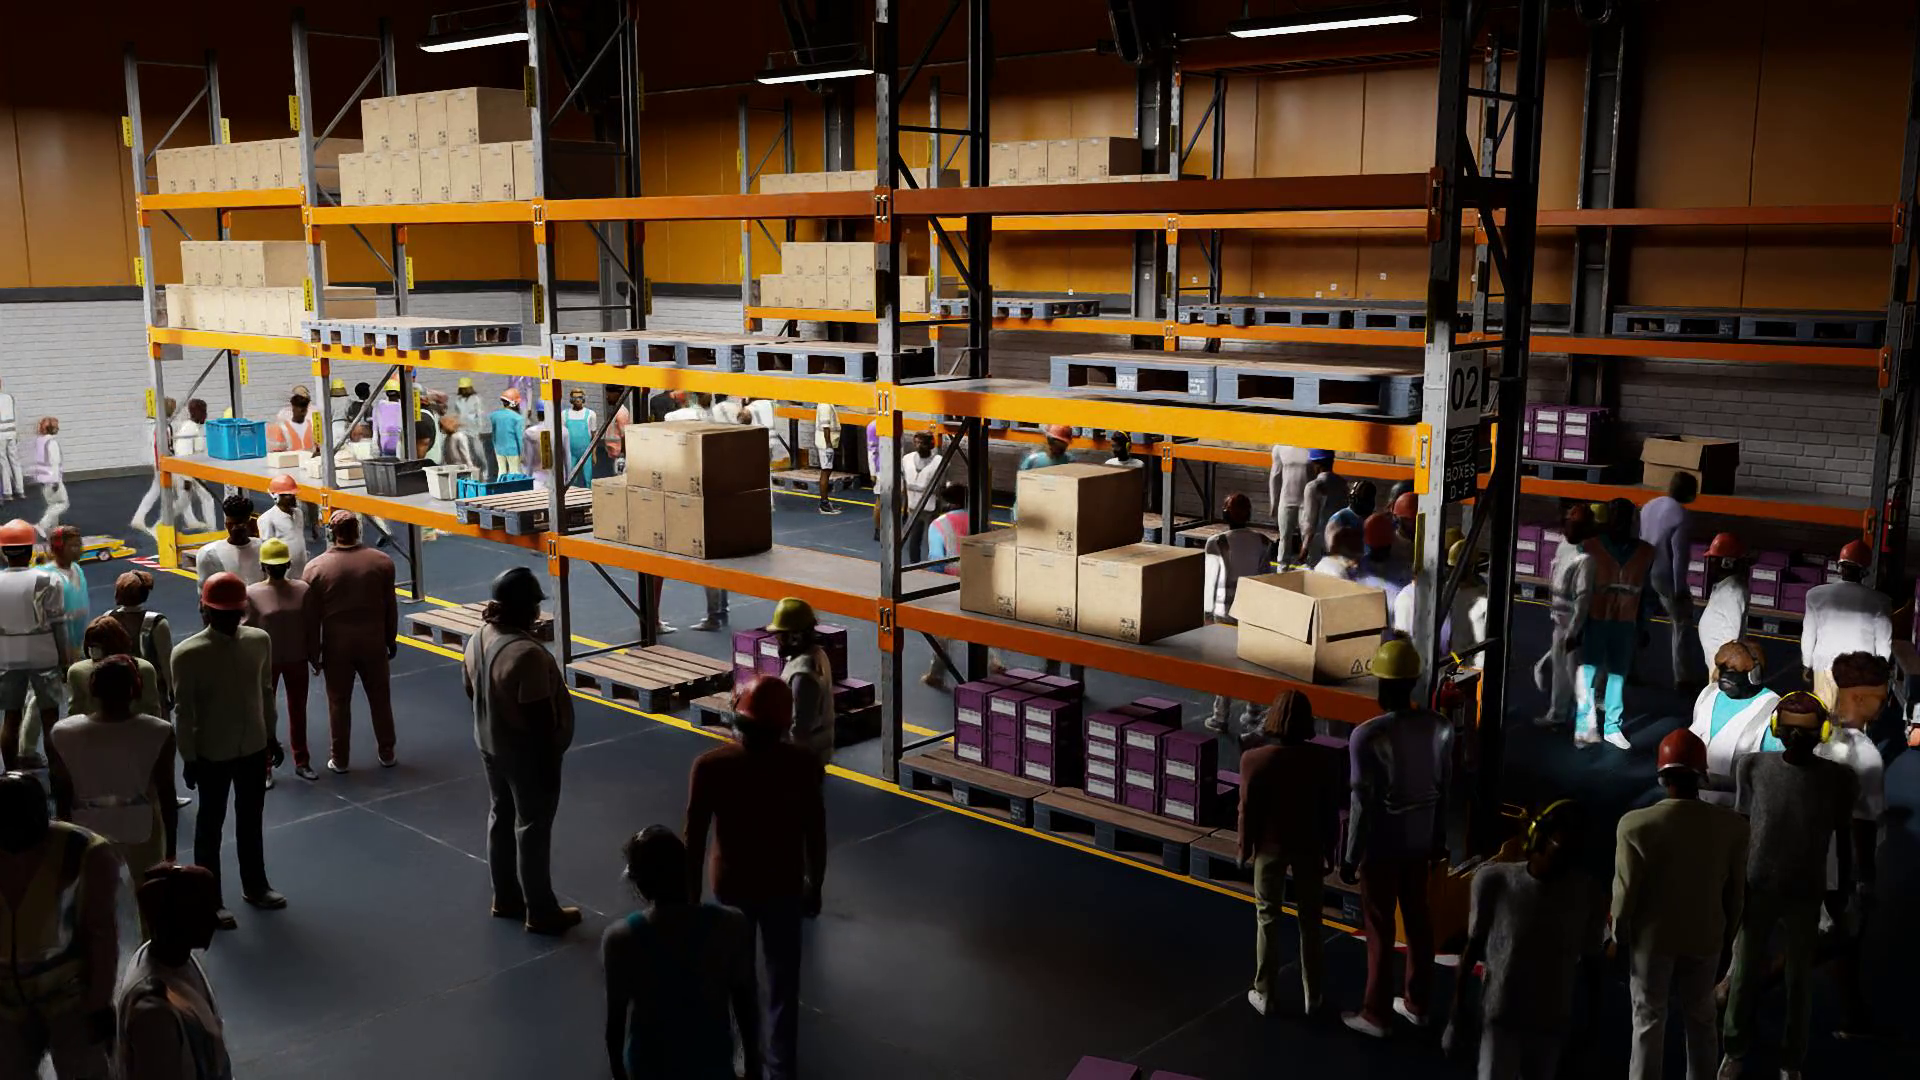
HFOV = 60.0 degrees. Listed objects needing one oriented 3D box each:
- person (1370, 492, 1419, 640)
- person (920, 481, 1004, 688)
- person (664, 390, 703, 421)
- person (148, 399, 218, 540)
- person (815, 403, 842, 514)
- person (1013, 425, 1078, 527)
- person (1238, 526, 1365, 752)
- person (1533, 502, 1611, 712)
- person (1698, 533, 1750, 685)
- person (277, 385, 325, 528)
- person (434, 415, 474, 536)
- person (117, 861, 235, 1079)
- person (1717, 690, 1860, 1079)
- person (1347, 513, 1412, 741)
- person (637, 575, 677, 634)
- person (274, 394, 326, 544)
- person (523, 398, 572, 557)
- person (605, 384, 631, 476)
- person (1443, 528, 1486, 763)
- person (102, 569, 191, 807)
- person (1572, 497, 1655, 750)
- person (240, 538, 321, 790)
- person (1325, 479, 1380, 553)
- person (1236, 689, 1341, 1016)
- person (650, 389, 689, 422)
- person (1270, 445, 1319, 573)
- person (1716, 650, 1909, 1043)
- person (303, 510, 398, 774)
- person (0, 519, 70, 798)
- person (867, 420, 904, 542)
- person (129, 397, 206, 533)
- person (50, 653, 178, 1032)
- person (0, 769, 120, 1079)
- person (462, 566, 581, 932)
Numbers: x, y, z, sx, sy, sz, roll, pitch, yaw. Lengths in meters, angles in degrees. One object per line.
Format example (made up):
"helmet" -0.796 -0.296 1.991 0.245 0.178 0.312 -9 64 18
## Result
"person" 3.286 0.620 12.357 0.617 1.984 0.410 -5 11 -27
"person" 0.006 0.405 14.055 0.633 1.820 0.797 -9 13 -41
"person" -3.785 -1.144 22.790 0.578 1.827 0.991 -8 13 -37
"person" -9.821 -0.857 21.057 0.963 1.868 0.619 -4 11 -23
"person" -1.864 -1.353 23.568 0.373 1.960 0.601 -1 10 -4
"person" 0.889 -0.236 17.206 0.723 1.976 1.061 -1 10 -6
"person" 2.457 0.797 11.737 0.894 1.853 0.657 3 10 16
"person" 5.120 0.519 13.675 0.484 1.716 0.788 -4 11 -20
"person" 5.428 0.817 11.883 0.330 1.750 0.572 4 11 23
"person" -8.768 -1.103 22.228 0.635 1.935 0.353 -4 11 -21
"person" -6.600 -0.838 21.708 0.837 1.576 0.558 -8 13 -38
"person" -2.469 1.921 5.298 0.363 1.877 0.584 -4 11 -20
"person" 3.640 1.565 7.324 0.521 1.873 0.335 5 11 28
"person" 2.979 0.731 11.947 0.607 1.909 0.461 -3 10 -14
"person" -3.009 -0.025 16.216 0.405 1.909 0.597 -6 12 -30
"person" -8.420 -0.913 21.248 0.599 1.912 0.989 -7 12 -34
"person" -5.043 -0.769 20.311 0.619 1.943 0.410 -8 13 -39
"person" -4.619 -1.172 22.526 0.361 1.963 0.614 -3 11 -18
"person" 3.577 0.776 12.178 0.488 1.737 0.322 1 10 6
"person" -5.460 1.012 11.105 0.522 1.640 0.306 2 10 10
"person" 4.898 0.621 12.524 0.590 1.920 0.399 0 10 1
"person" -4.746 0.851 11.655 0.526 1.768 0.331 -8 13 -38
"person" 3.344 0.403 13.973 0.624 1.844 0.430 -6 12 -30
"person" 1.606 1.534 8.168 0.501 1.633 0.286 1 10 3
"person" -4.183 -1.463 24.099 0.618 1.990 0.394 2 10 13
"person" 3.730 -0.419 18.349 0.635 1.936 0.356 4 11 20
"person" 4.060 1.451 7.788 0.856 1.941 0.617 2 10 9
"person" -4.384 0.727 12.002 0.642 1.901 0.395 -5 11 -27
"person" -6.390 0.817 11.415 0.542 1.928 0.396 -1 10 -8
"person" -0.920 -0.917 21.232 0.550 1.923 0.390 -8 13 -37
"person" -10.529 -0.982 21.944 0.505 1.807 0.945 9 13 41
"person" -4.105 1.461 8.106 0.586 1.810 0.878 -3 10 -16
"person" -3.539 1.756 6.375 0.637 1.835 0.440 -2 10 -9
"person" -2.405 1.138 9.257 0.689 2.000 0.539 9 14 43
